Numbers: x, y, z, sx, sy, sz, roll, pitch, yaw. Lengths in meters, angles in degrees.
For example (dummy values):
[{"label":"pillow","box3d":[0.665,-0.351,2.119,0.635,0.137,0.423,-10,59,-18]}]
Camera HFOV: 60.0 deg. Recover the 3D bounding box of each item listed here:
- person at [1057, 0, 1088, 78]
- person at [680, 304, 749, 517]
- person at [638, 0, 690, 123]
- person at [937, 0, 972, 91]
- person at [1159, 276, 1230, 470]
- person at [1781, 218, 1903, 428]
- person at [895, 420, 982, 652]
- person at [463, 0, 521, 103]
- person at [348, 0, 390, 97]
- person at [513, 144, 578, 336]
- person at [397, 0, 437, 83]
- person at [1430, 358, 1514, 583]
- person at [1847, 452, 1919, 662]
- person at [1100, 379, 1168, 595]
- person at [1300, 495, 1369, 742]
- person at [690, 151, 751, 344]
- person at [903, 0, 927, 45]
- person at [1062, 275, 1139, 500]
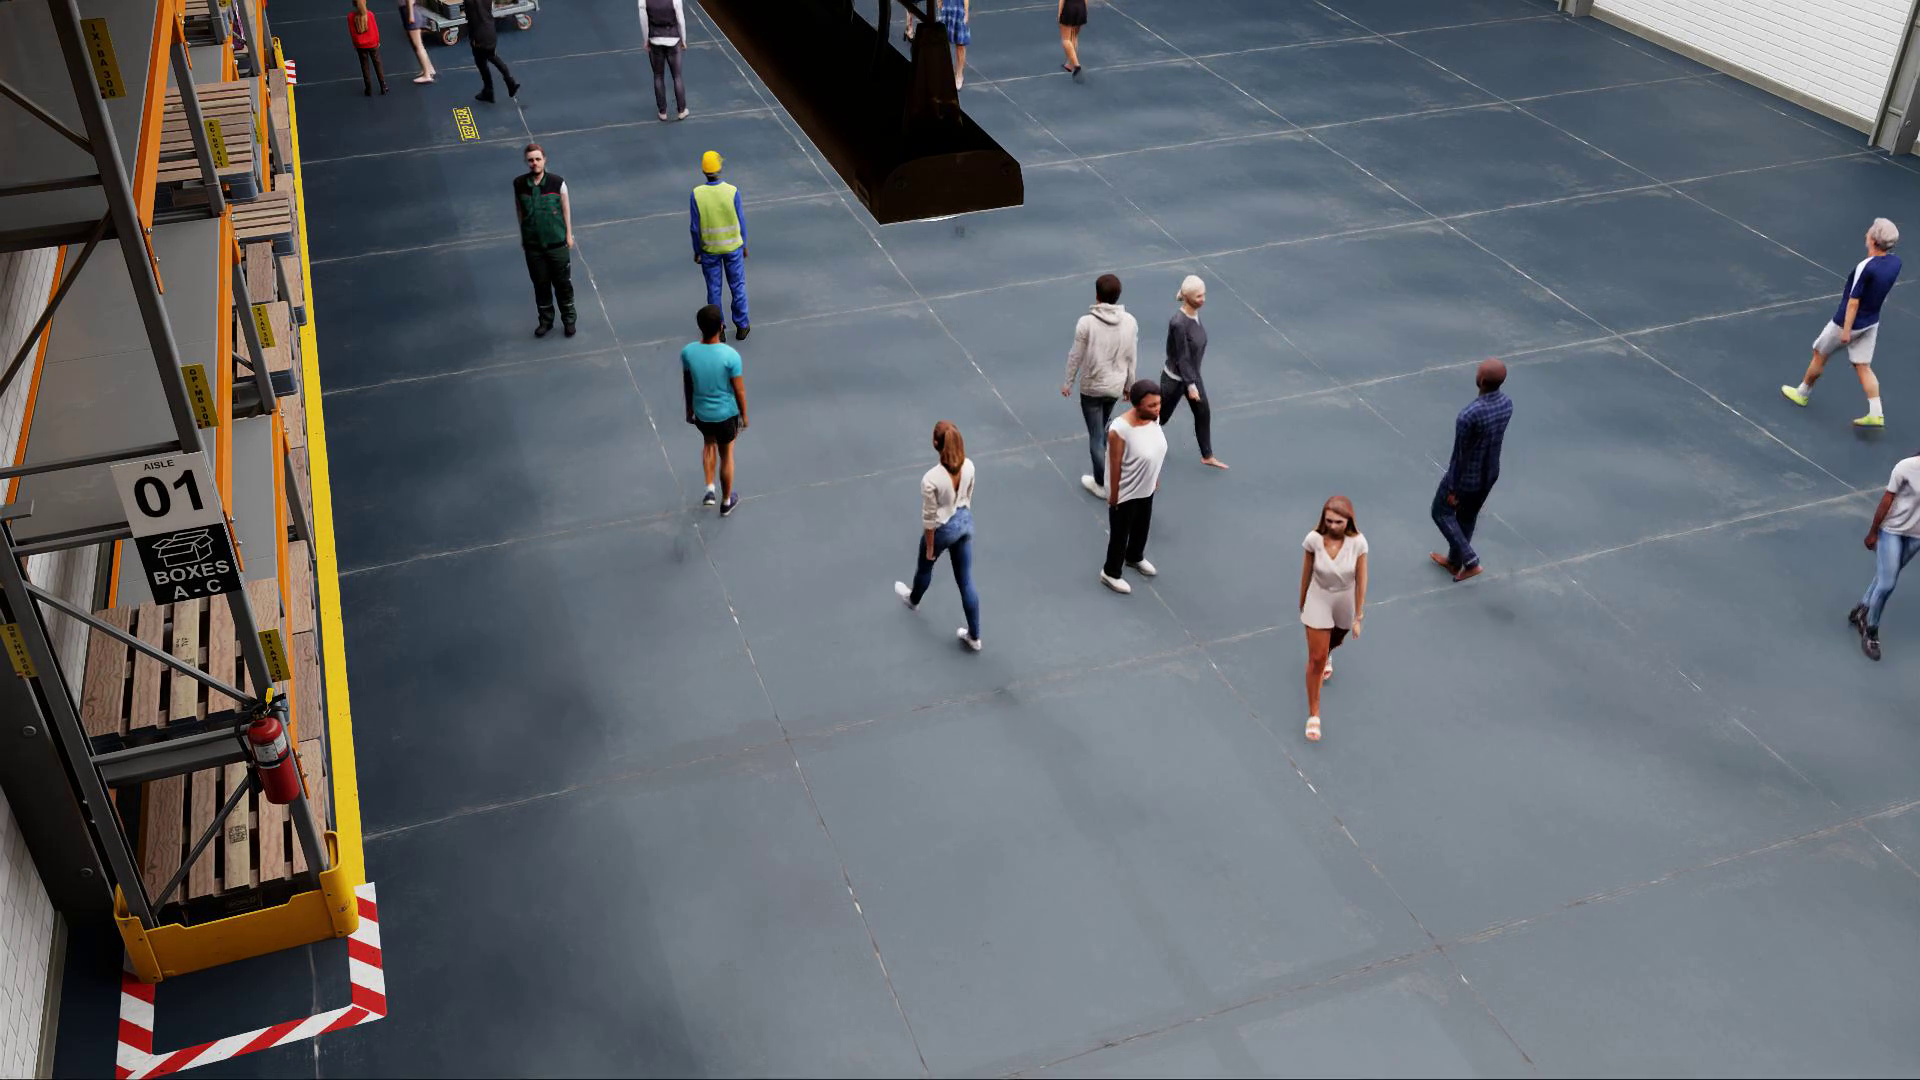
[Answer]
[{"label":"person","box3d":[1.494,-6.863,21.690,0.632,1.668,0.917,-15,36,-21]},{"label":"person","box3d":[-1.888,-0.923,12.669,0.770,1.762,0.815,6,34,8]},{"label":"person","box3d":[-3.618,-6.059,20.340,0.742,1.822,0.671,-4,34,-6]},{"label":"person","box3d":[-0.055,-6.614,21.210,0.922,1.785,1.024,8,34,12]},{"label":"person","box3d":[1.689,-1.328,13.348,1.140,1.683,1.015,17,37,24]},{"label":"person","box3d":[7.579,-1.772,13.912,0.681,1.799,1.203,-13,36,-19]},{"label":"person","box3d":[-0.022,0.016,11.333,0.820,1.676,1.151,-22,39,-29]},{"label":"person","box3d":[-5.906,-6.330,20.801,0.979,1.765,0.931,14,36,21]},{"label":"person","box3d":[-7.580,-6.335,21.246,0.482,1.280,0.501,-12,35,-17]},{"label":"person","box3d":[-3.831,-2.778,15.386,0.714,1.843,0.693,-1,34,-2]},{"label":"person","box3d":[-7.095,-6.802,21.620,0.649,1.644,0.480,-9,35,-13]},{"label":"person","box3d":[3.726,-0.456,11.926,0.725,1.806,0.853,-17,37,-24]},{"label":"person","box3d":[6.443,-0.079,11.447,0.752,1.709,0.896,-1,34,-1]},{"label":"person","box3d":[1.258,-0.413,11.973,0.773,1.681,0.758,28,42,35]},{"label":"person","box3d":[2.419,0.389,10.792,0.986,1.653,1.217,5,34,8]},{"label":"person","box3d":[-2.207,-2.695,15.288,0.687,1.813,0.587,-8,34,-12]},{"label":"person","box3d":[-0.719,-7.721,22.920,0.739,1.736,0.801,-28,43,-36]},{"label":"person","box3d":[1.151,-1.135,12.924,0.711,1.833,0.679,-16,37,-23]}]
